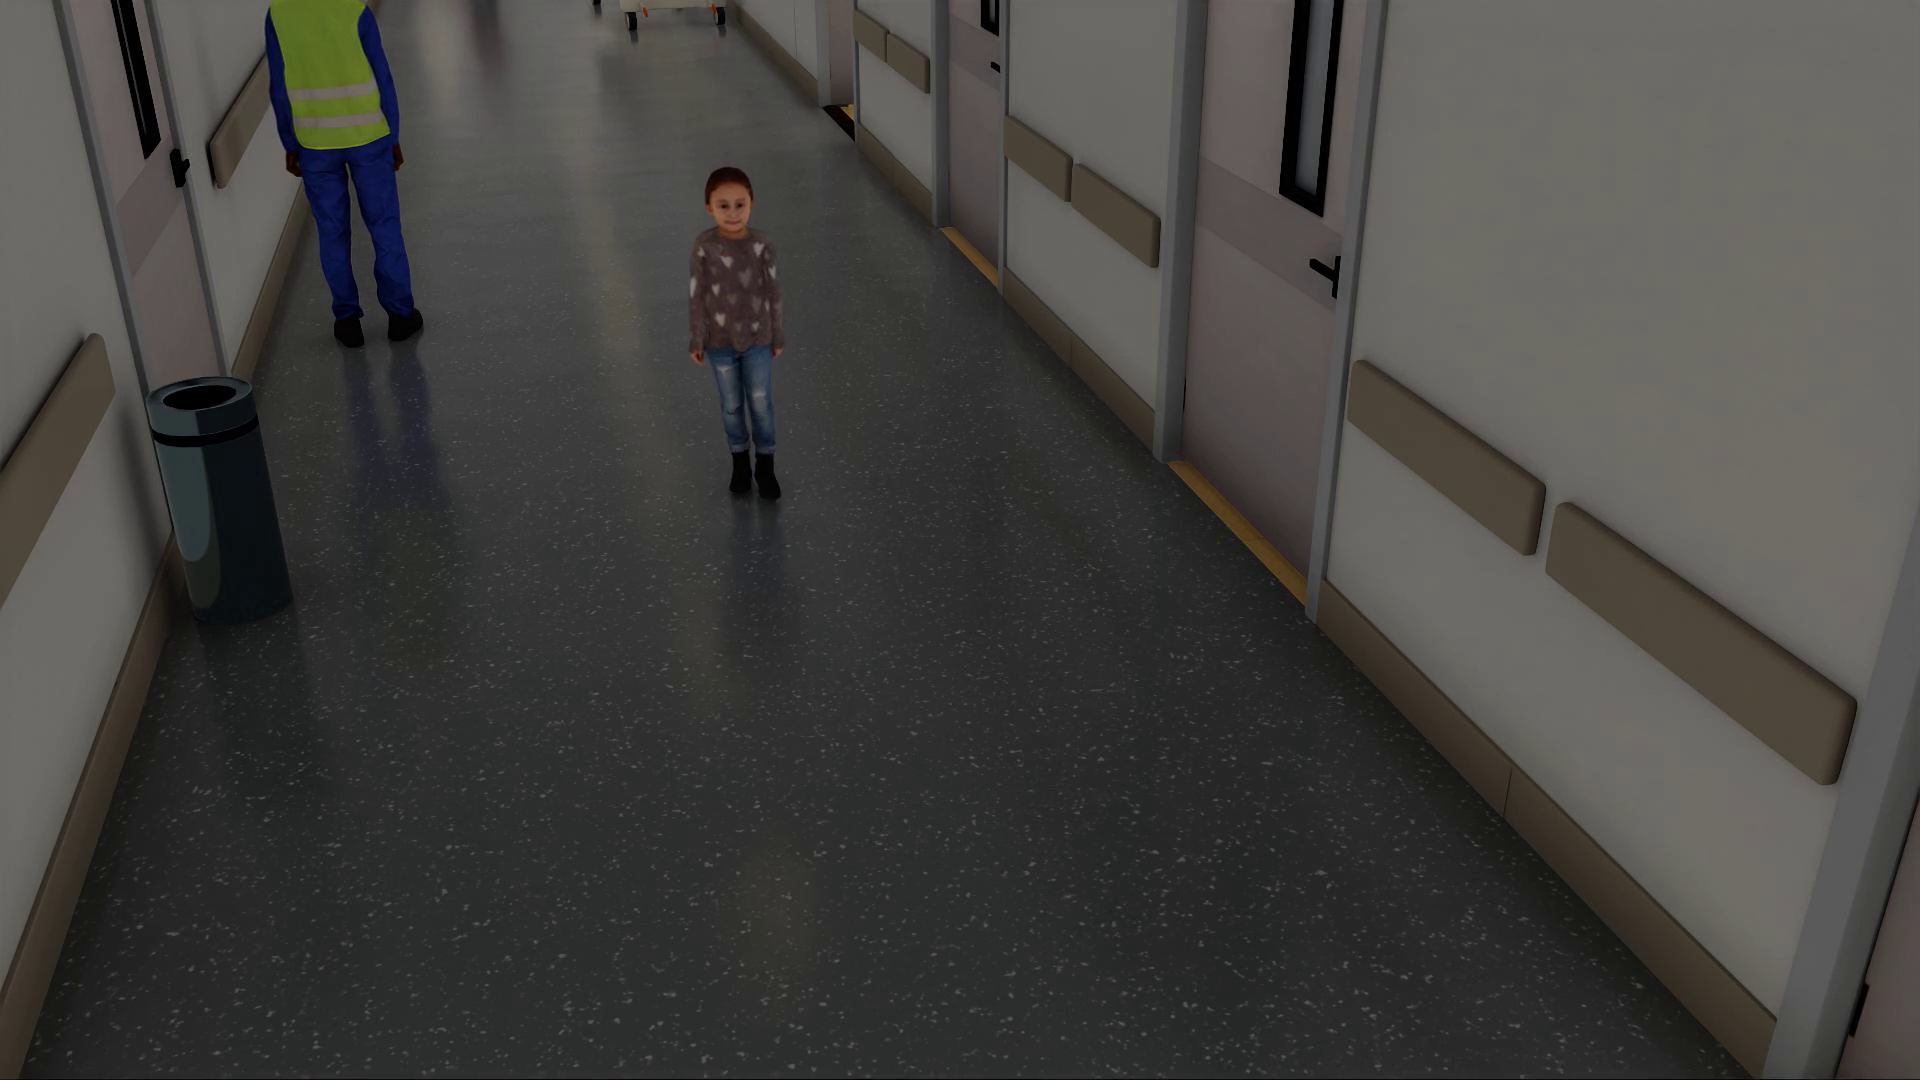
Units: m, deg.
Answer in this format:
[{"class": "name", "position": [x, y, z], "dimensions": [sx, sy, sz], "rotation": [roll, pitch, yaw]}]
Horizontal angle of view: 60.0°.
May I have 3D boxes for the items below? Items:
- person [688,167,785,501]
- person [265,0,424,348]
[{"class": "person", "position": [-0.791, -0.746, 5.922], "dimensions": [0.498, 1.185, 0.582], "rotation": [-1, 26, -3]}, {"class": "person", "position": [-2.724, -1.765, 7.312], "dimensions": [0.500, 1.813, 0.730], "rotation": [-8, 27, -16]}]
